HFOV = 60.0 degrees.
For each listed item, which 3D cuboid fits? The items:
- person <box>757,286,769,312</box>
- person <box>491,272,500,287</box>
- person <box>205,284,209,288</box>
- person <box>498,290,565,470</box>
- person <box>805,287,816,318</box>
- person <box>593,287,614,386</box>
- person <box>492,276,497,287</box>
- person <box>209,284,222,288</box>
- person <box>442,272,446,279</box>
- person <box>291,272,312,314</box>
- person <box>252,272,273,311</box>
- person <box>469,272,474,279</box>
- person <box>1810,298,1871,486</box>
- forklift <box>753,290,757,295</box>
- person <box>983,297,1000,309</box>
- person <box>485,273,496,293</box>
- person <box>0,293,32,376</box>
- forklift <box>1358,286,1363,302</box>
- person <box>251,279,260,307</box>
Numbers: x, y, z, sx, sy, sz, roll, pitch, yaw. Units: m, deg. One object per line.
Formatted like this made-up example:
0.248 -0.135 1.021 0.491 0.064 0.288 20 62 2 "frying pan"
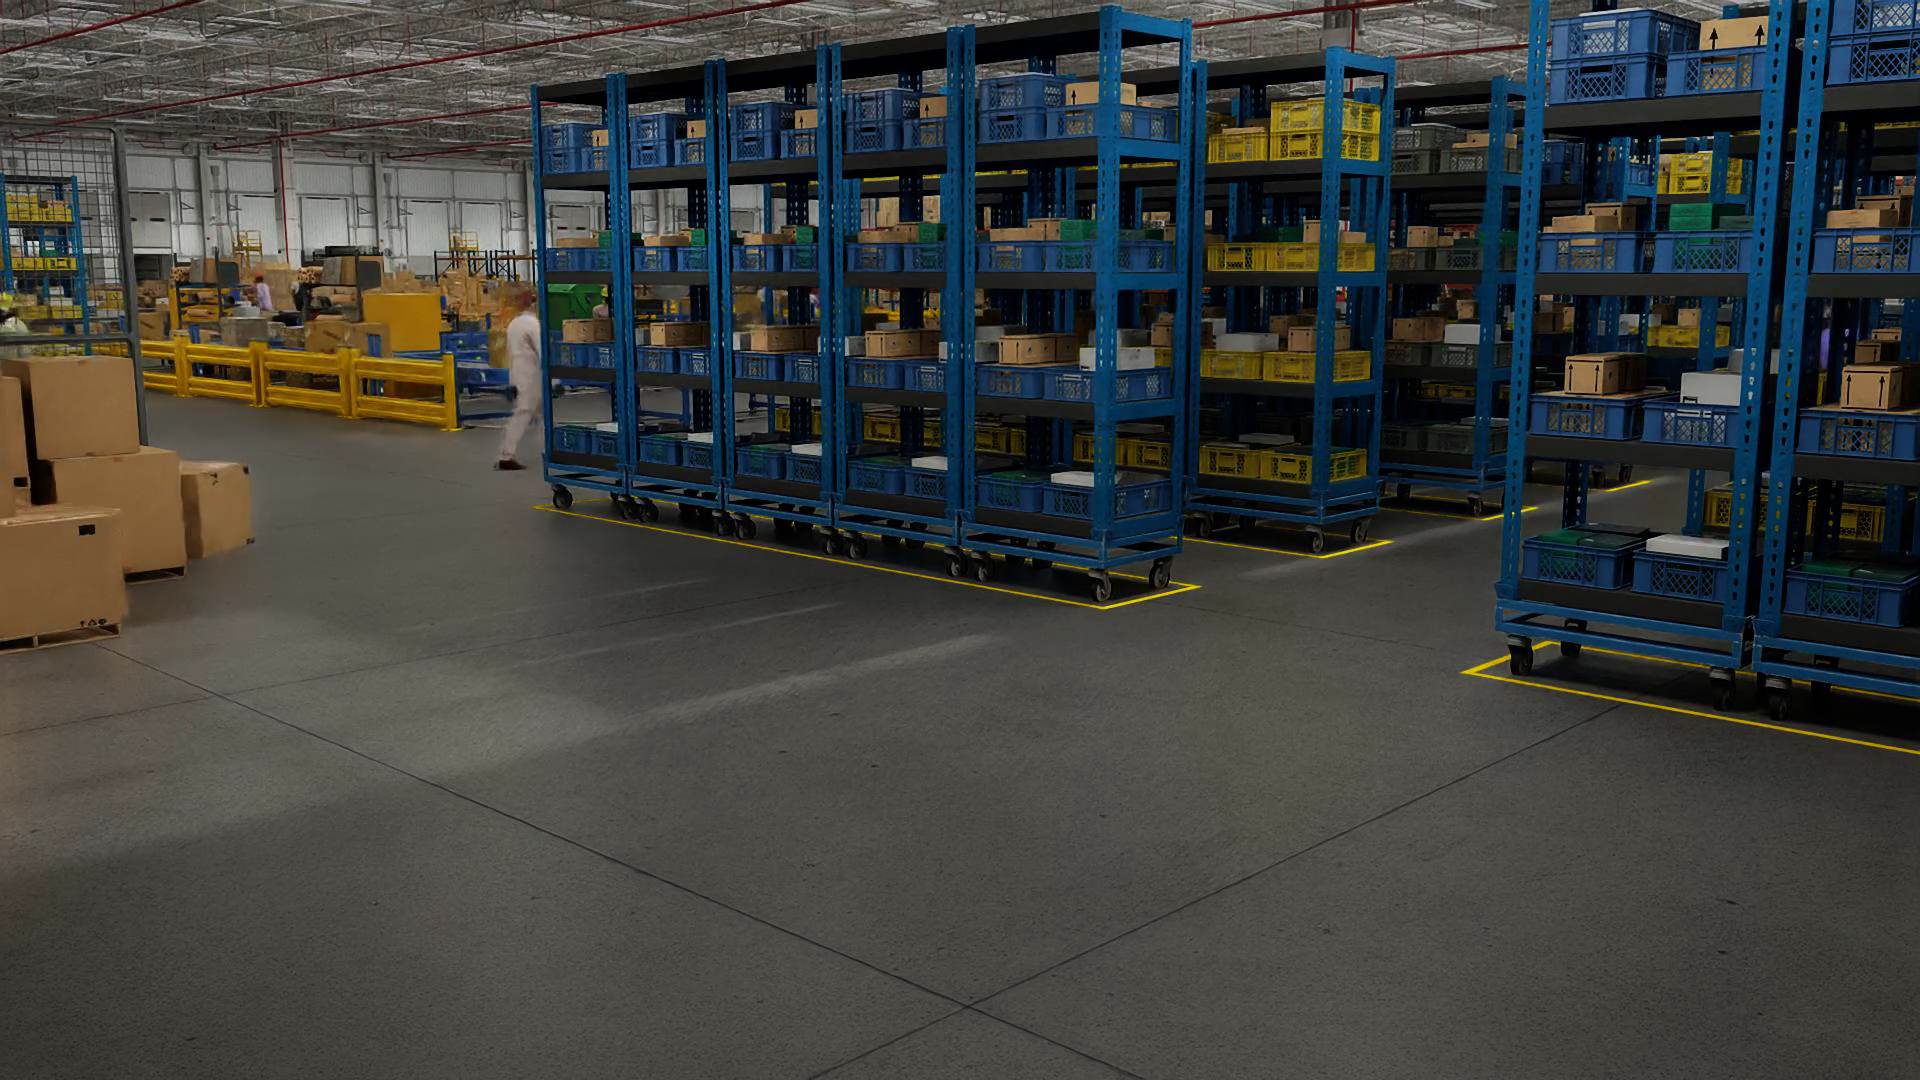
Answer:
-5.811 -6.872 49.437 0.918 1.790 0.595 8 12 40 "person"
-23.141 -12.360 82.669 0.597 1.916 0.370 0 9 1 "person"
-37.191 -12.198 82.361 0.538 1.692 0.319 6 11 34 "person"
-4.421 -1.662 17.289 1.001 1.859 0.645 -6 11 -34 "person"
-4.188 -6.330 46.456 0.531 1.668 0.787 -8 12 -42 "person"
-6.224 -3.597 29.440 0.519 1.757 0.337 -4 10 -25 "person"
-21.984 -11.612 78.620 0.295 1.744 0.484 -8 12 -40 "person"
-25.487 -8.184 56.971 0.859 1.939 0.637 0 9 2 "person"
-28.084 -13.748 91.187 0.783 1.904 0.561 2 10 15 "person"
-24.344 -8.972 61.524 0.704 2.000 0.772 -4 10 -25 "person"
-19.761 -6.579 47.031 1.065 1.977 0.629 0 9 2 "person"
-22.503 -11.416 76.874 0.649 1.925 0.482 8 12 41 "person"
7.930 -1.264 14.911 0.441 1.832 0.580 -6 11 -34 "person"
-8.792 -12.116 78.231 1.873 2.768 1.129 9 13 43 "forklift"
1.019 -7.100 50.553 0.701 1.894 0.402 2 9 11 "person"
-21.305 -11.164 75.514 0.566 1.872 0.366 -3 10 -18 "person"
-10.871 -1.900 18.908 0.919 1.788 0.622 -2 9 -10 "person"
11.100 -7.017 46.970 1.873 2.768 1.129 9 13 43 "forklift"
-27.433 -9.395 64.959 0.533 1.767 0.325 4 10 21 "person"
